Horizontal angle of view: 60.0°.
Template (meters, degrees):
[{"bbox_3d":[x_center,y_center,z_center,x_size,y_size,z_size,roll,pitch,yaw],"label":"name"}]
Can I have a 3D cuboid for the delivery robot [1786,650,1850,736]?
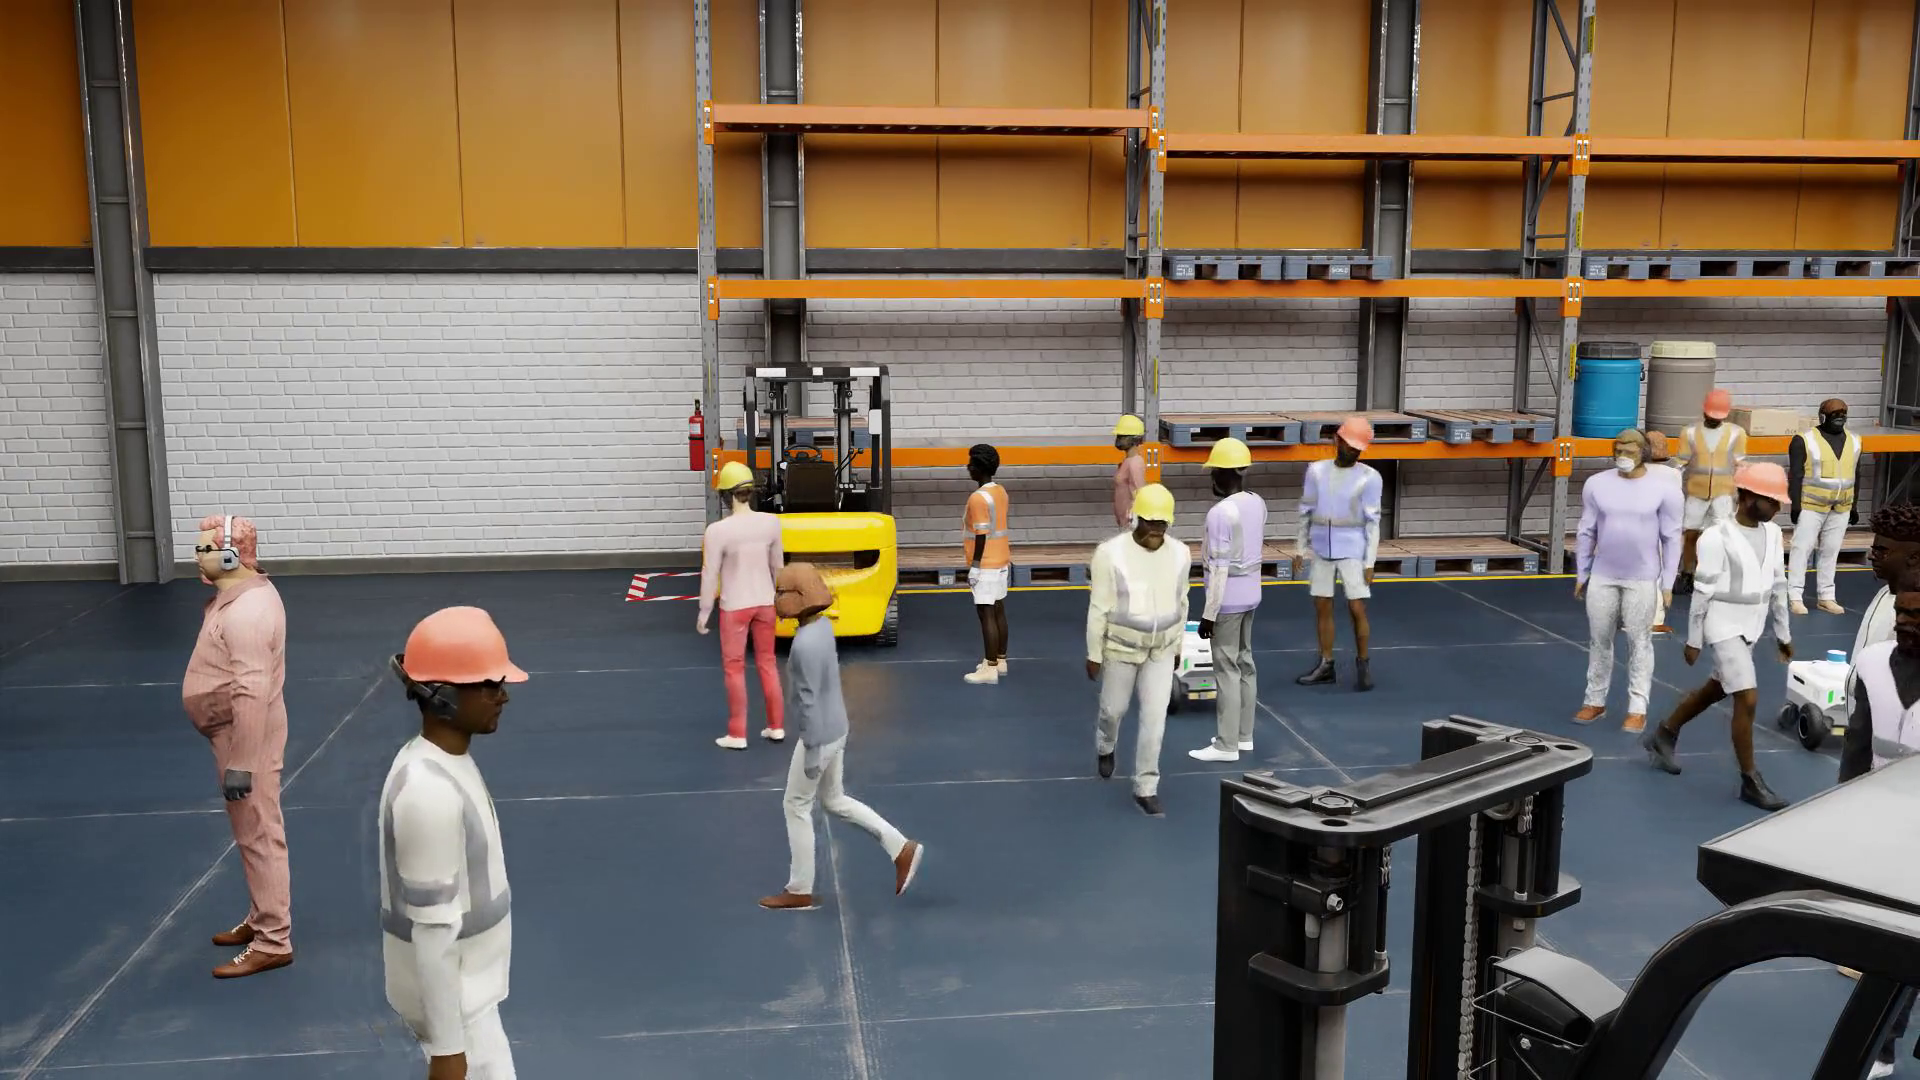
[{"bbox_3d":[5.402,0.925,10.278,0.477,0.478,0.707,1,9,7],"label":"delivery robot"}]

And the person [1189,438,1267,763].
[{"bbox_3d":[1.589,0.357,9.847,0.363,1.927,0.587,6,11,33],"label":"person"}]

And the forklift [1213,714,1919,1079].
[{"bbox_3d":[1.441,1.425,2.350,1.214,2.155,2.313,-7,12,-39],"label":"forklift"}]

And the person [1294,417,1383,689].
[{"bbox_3d":[2.654,0.099,11.554,0.652,1.901,0.378,7,11,37],"label":"person"}]

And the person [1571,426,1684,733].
[{"bbox_3d":[4.199,0.246,10.509,0.635,1.936,0.355,8,12,40],"label":"person"}]

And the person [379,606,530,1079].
[{"bbox_3d":[-1.364,1.180,4.388,0.513,2.029,0.645,-2,9,-14],"label":"person"}]

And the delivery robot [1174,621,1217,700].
[{"bbox_3d":[1.542,0.787,11.140,0.477,0.478,0.707,-2,9,-10],"label":"delivery robot"}]

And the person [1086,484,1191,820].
[{"bbox_3d":[0.949,0.552,9.091,0.602,1.791,0.838,-2,9,-14],"label":"person"}]

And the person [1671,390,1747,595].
[{"bbox_3d":[6.605,-0.393,14.680,0.654,1.872,0.694,4,10,26],"label":"person"}]

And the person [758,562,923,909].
[{"bbox_3d":[-0.546,0.891,7.534,0.677,1.606,0.501,1,9,5],"label":"person"}]

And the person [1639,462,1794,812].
[{"bbox_3d":[4.247,0.480,9.249,0.551,1.889,0.971,-5,10,-28],"label":"person"}]

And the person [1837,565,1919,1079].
[{"bbox_3d":[3.535,0.998,6.008,0.906,1.885,0.604,-3,10,-20],"label":"person"}]

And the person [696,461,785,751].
[{"bbox_3d":[-1.310,0.404,10.070,0.546,1.765,0.339,-7,11,-37],"label":"person"}]

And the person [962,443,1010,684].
[{"bbox_3d":[0.182,0.166,11.755,0.317,1.695,0.540,3,10,19],"label":"person"}]

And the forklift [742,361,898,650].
[{"bbox_3d":[-1.154,-0.340,13.365,1.214,2.155,2.313,-1,9,-7],"label":"forklift"}]

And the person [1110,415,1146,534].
[{"bbox_3d":[1.341,-0.115,13.293,0.310,1.768,0.533,0,9,-1],"label":"person"}]

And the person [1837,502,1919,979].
[{"bbox_3d":[3.820,0.820,6.836,0.367,1.966,0.606,1,9,8],"label":"person"}]

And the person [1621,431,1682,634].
[{"bbox_3d":[5.537,-0.062,13.368,0.507,1.634,0.274,8,12,42],"label":"person"}]

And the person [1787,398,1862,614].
[{"bbox_3d":[7.336,-0.284,14.113,0.620,1.845,0.430,-1,9,-3],"label":"person"}]

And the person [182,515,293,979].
[{"bbox_3d":[-2.986,0.839,6.902,0.410,1.908,0.643,-4,10,-22],"label":"person"}]
